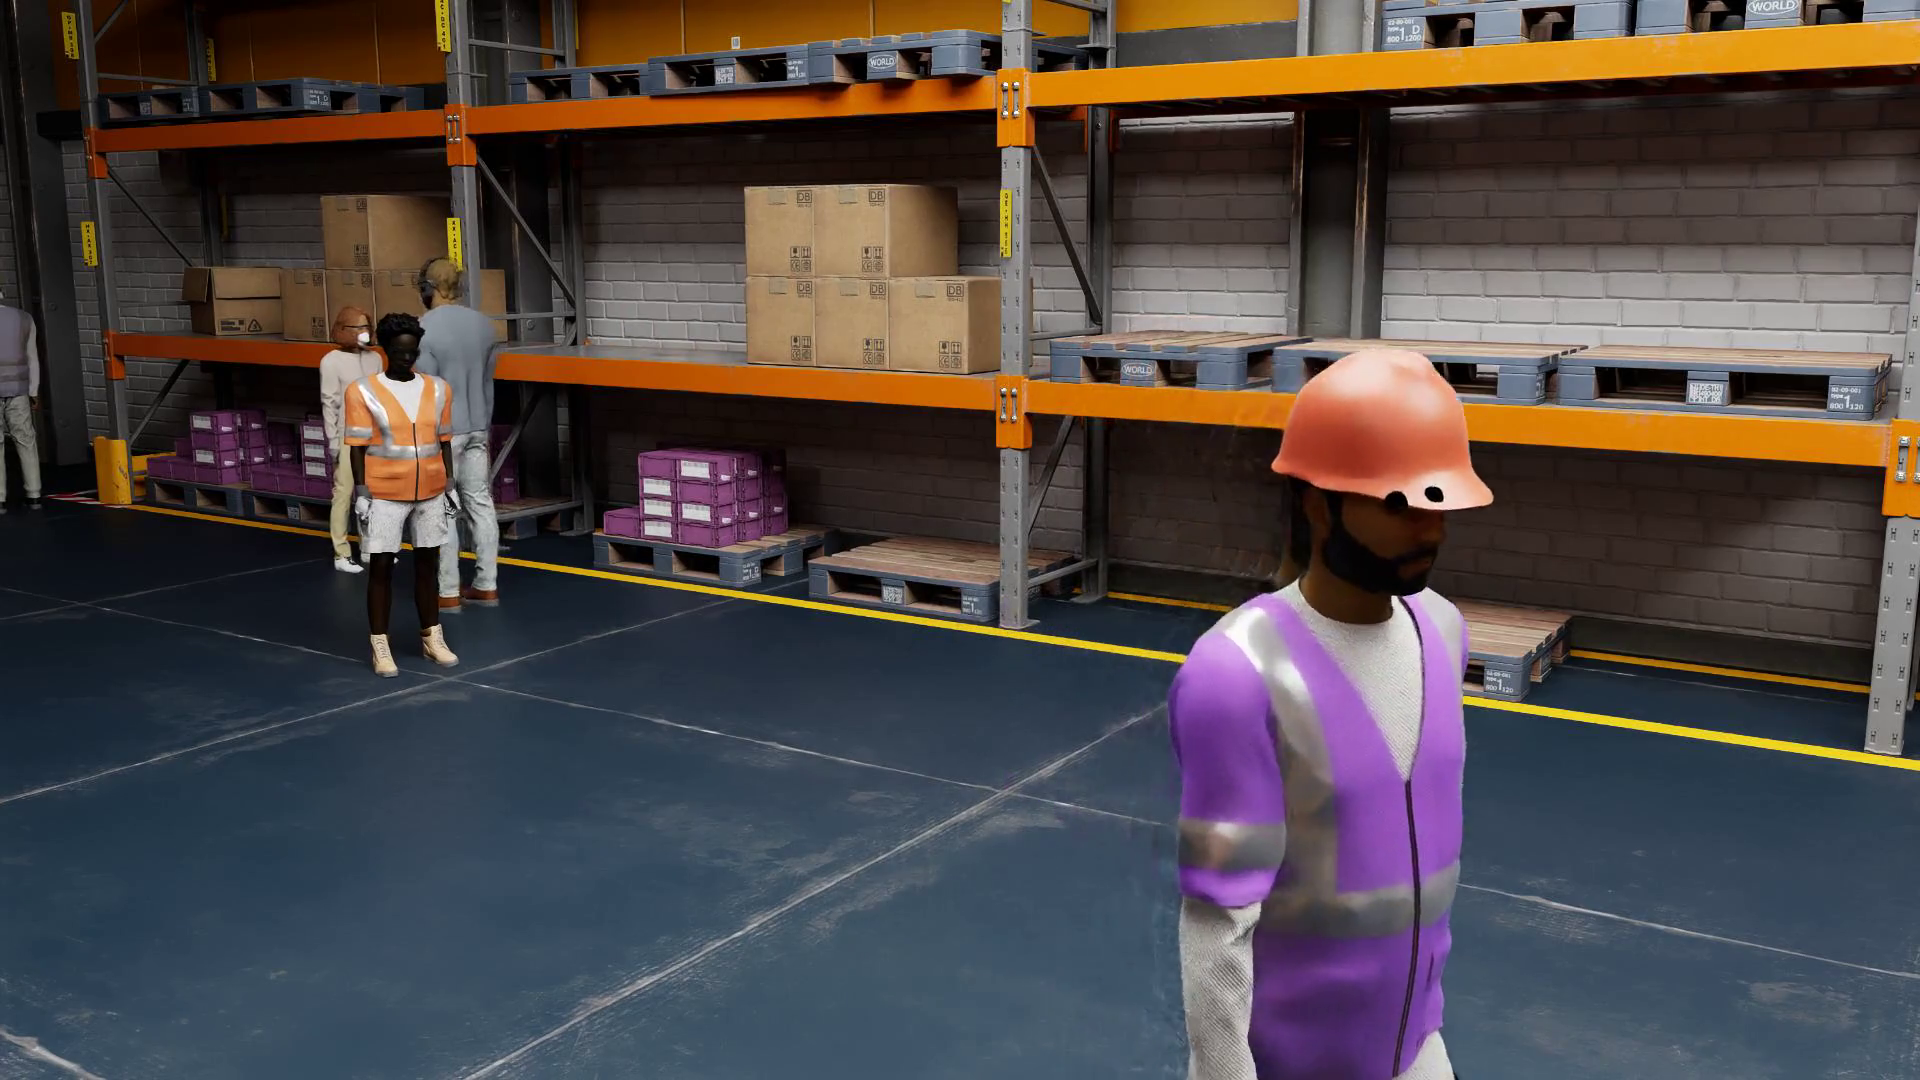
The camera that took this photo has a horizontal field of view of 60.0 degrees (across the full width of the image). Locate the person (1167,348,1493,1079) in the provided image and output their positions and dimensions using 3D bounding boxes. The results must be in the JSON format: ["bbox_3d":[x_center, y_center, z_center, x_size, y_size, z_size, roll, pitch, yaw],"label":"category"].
[{"bbox_3d":[0.502,0.667,2.379,0.564,1.888,1.008,-7,12,-32],"label":"person"}]

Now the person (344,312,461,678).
[{"bbox_3d":[-2.596,-0.215,7.787,0.533,1.692,0.319,-9,14,-41],"label":"person"}]

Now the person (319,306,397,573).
[{"bbox_3d":[-3.705,-0.617,10.203,0.286,1.626,0.493,4,11,22],"label":"person"}]

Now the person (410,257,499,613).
[{"bbox_3d":[-2.813,-0.562,9.067,0.500,1.928,0.671,5,11,26],"label":"person"}]

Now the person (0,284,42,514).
[{"bbox_3d":[-7.160,-1.110,12.369,0.404,1.829,0.591,8,13,37],"label":"person"}]
